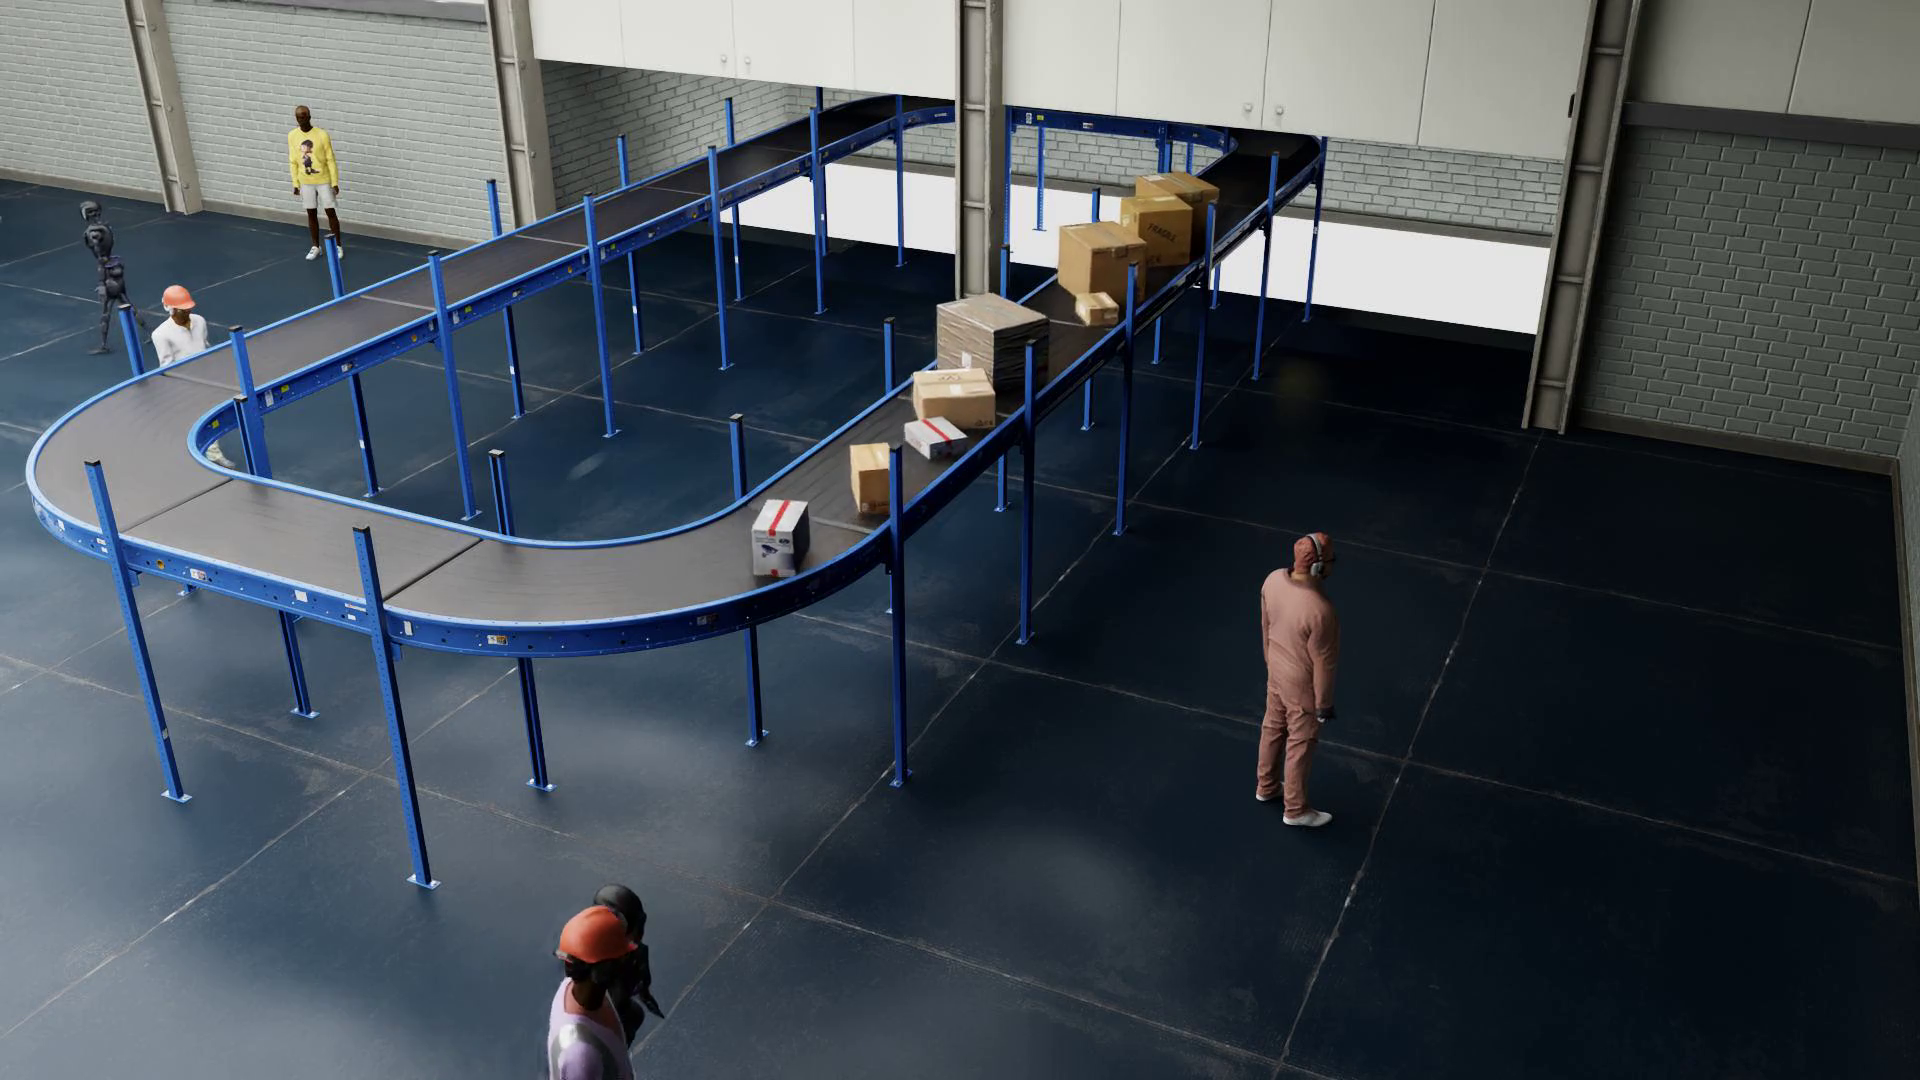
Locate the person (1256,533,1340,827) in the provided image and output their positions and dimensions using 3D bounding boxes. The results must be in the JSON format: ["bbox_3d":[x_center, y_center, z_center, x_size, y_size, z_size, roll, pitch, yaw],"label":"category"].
[{"bbox_3d":[2.049,0.830,9.963,0.413,1.908,0.641,-11,28,-21],"label":"person"}]

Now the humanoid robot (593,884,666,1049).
[{"bbox_3d":[-1.530,2.196,7.518,0.796,1.618,0.598,7,27,13],"label":"humanoid robot"}]

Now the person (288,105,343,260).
[{"bbox_3d":[-7.953,-4.416,20.541,0.551,1.898,0.360,-2,26,-3],"label":"person"}]

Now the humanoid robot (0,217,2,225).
[{"bbox_3d":[-12.196,-4.323,20.475,0.750,1.734,0.531,-7,27,-14],"label":"humanoid robot"}]

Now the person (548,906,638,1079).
[{"bbox_3d":[-1.528,2.381,6.738,0.789,1.993,0.621,-2,26,-4],"label":"person"}]

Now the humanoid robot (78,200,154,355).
[{"bbox_3d":[-8.986,-2.793,17.574,0.776,1.621,0.590,-10,28,-19],"label":"humanoid robot"}]

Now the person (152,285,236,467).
[{"bbox_3d":[-6.732,-1.396,14.619,0.341,1.748,0.571,9,28,18],"label":"person"}]
